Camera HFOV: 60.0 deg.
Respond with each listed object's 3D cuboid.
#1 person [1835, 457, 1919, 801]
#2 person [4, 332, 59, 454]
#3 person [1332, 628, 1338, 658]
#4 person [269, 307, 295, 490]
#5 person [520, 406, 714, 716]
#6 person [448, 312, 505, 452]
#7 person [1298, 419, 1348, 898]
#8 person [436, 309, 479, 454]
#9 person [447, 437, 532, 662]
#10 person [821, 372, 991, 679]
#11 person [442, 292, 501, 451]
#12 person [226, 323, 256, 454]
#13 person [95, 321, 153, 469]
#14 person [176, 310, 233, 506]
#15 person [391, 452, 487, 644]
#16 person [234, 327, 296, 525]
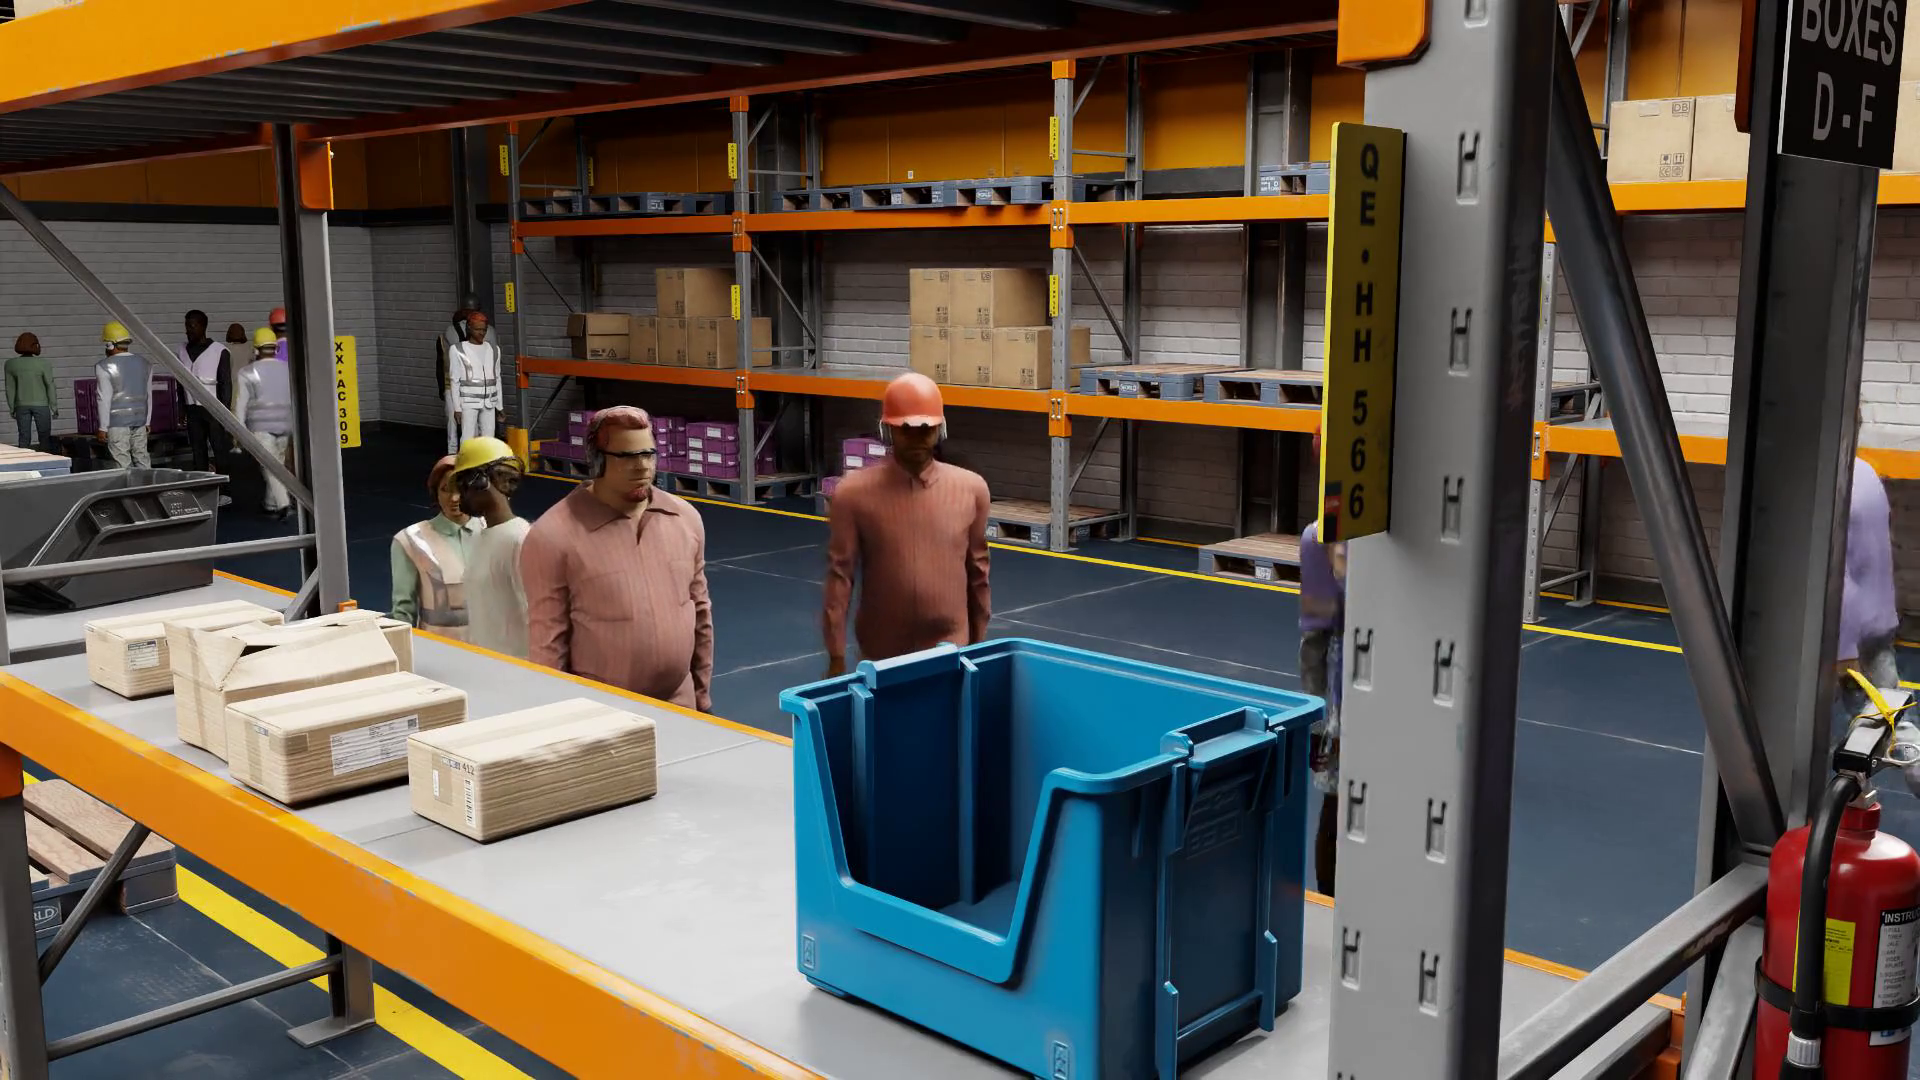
[{"bbox_3d":[3.468,0.365,6.370,0.641,1.869,1.056,-7,12,-39],"label":"person"},{"bbox_3d":[-10.024,-1.424,17.986,0.507,1.632,0.274,-1,9,-7],"label":"person"},{"bbox_3d":[1.859,0.256,7.560,0.552,1.670,0.537,-1,9,-3],"label":"person"},{"bbox_3d":[-6.933,-1.438,17.195,0.575,1.924,0.565,-5,11,-29],"label":"person"},{"bbox_3d":[-1.034,0.525,5.247,0.638,1.900,0.401,-9,13,-43],"label":"person"},{"bbox_3d":[-4.845,-1.345,16.733,0.356,1.887,0.573,8,13,42],"label":"person"},{"bbox_3d":[1.352,0.520,5.323,0.656,1.885,0.401,1,9,4],"label":"person"},{"bbox_3d":[-5.882,-1.808,19.727,0.621,1.838,0.429,-3,10,-19],"label":"person"},{"bbox_3d":[-1.568,0.512,5.884,0.270,1.716,0.676,-6,11,-34],"label":"person"},{"bbox_3d":[-0.201,0.344,6.187,0.634,1.956,0.996,-1,9,-9],"label":"person"},{"bbox_3d":[-5.728,-1.911,19.727,0.686,2.000,0.538,1,9,9],"label":"person"},{"bbox_3d":[-9.051,-1.903,20.924,0.507,1.631,0.265,-8,12,-39],"label":"person"},{"bbox_3d":[-7.735,-1.100,15.379,0.404,1.837,0.590,3,10,20],"label":"person"},{"bbox_3d":[-7.389,-1.287,16.277,0.593,1.919,0.388,2,10,14],"label":"person"},{"bbox_3d":[-1.882,0.484,6.283,0.514,1.636,0.315,-8,12,-41],"label":"person"},{"bbox_3d":[-6.287,-1.045,15.175,0.894,1.795,0.602,9,13,43],"label":"person"}]
